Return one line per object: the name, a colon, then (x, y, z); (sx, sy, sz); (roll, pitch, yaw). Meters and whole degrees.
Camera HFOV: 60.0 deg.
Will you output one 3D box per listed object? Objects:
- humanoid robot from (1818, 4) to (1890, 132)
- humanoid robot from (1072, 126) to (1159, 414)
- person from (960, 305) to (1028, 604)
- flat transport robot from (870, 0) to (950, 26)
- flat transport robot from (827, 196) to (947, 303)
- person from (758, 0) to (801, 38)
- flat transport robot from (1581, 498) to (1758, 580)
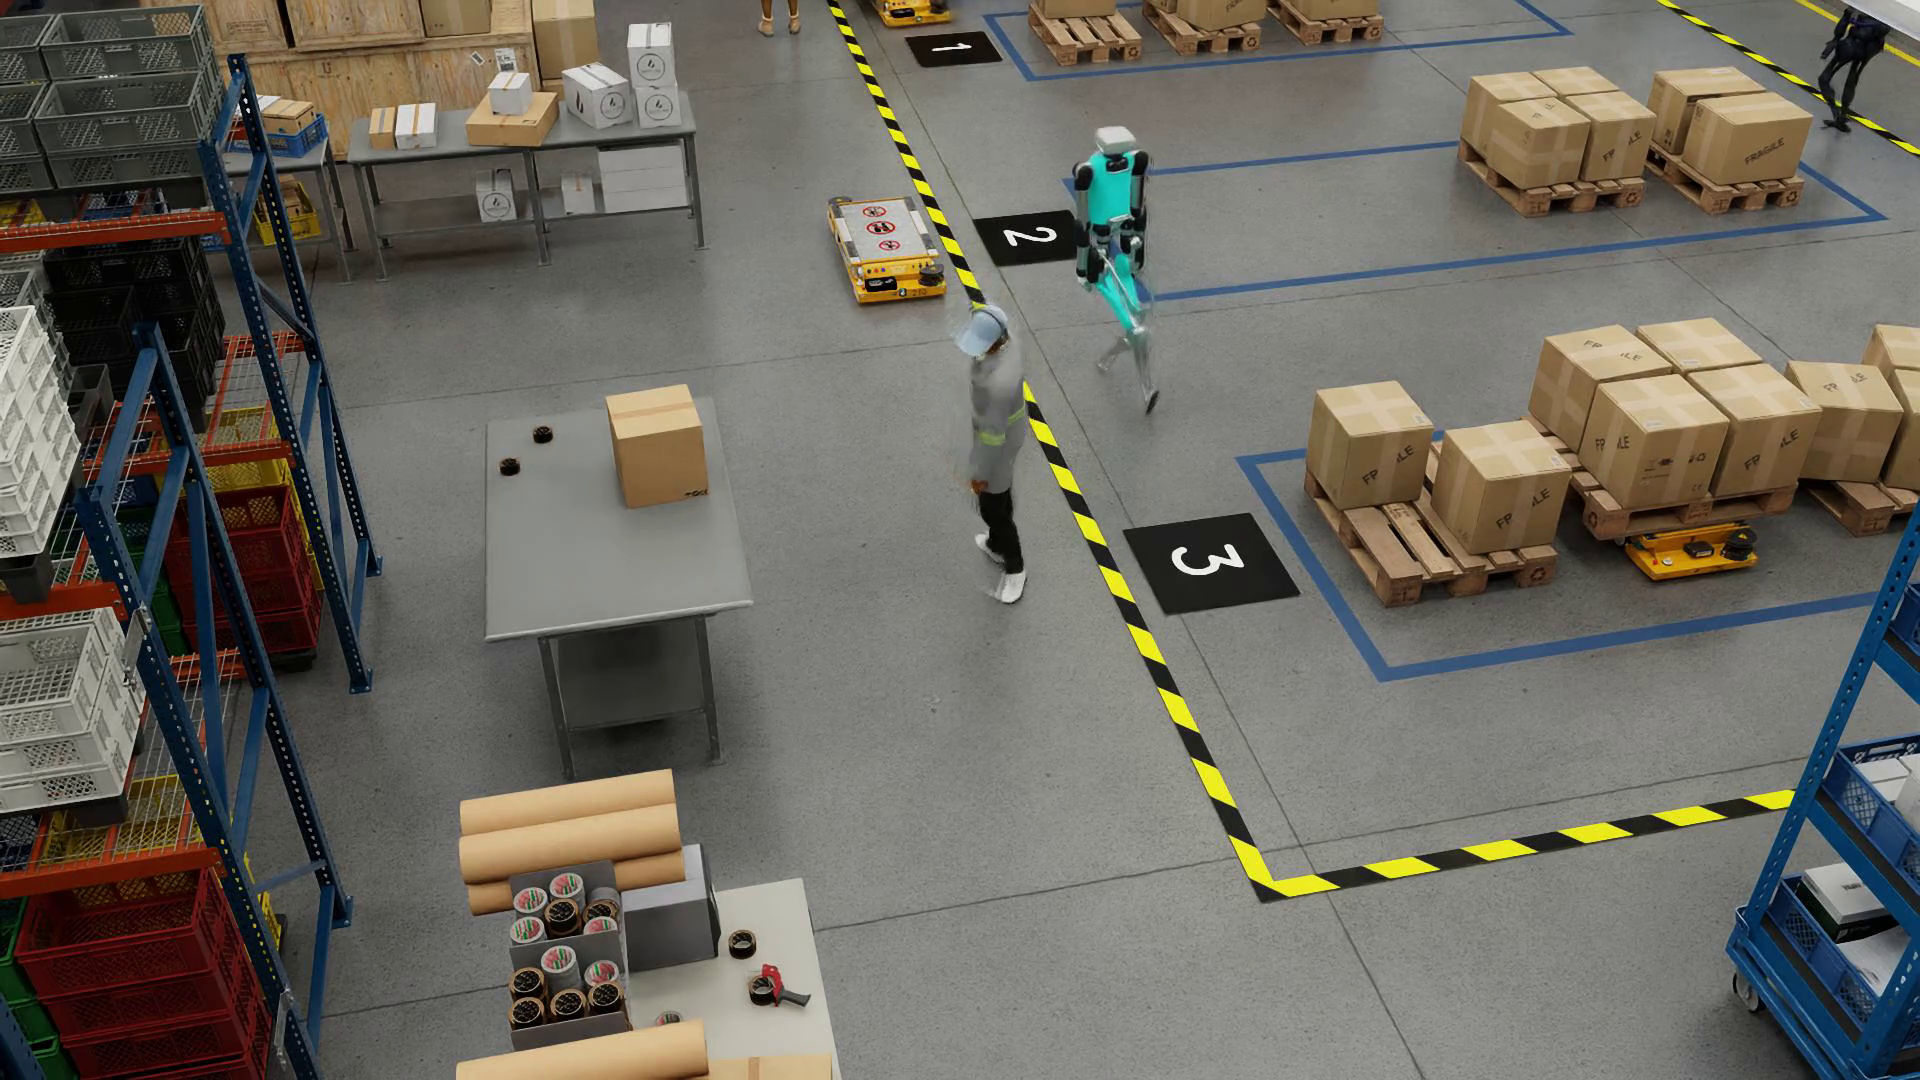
humanoid robot: (7.662, -4.284, 14.129); (0.612, 1.642, 0.353); (-14, 39, -18)
humanoid robot: (1.126, -1.661, 10.585); (0.538, 1.772, 0.968); (-19, 41, -24)
person: (0.181, -0.539, 8.994); (0.370, 1.809, 0.678); (0, 37, 0)
flat transport robot: (-0.611, -5.640, 17.110); (0.652, 0.197, 1.431); (-10, 38, -13)
flat transport robot: (-0.570, -2.220, 12.538); (0.659, 0.231, 1.431); (-8, 37, -10)
person: (-1.808, -5.868, 15.952); (0.604, 2.048, 0.366); (-9, 38, -12)
flat transport robot: (4.062, -0.294, 9.926); (0.652, 0.197, 1.431); (-8, 37, -10)
